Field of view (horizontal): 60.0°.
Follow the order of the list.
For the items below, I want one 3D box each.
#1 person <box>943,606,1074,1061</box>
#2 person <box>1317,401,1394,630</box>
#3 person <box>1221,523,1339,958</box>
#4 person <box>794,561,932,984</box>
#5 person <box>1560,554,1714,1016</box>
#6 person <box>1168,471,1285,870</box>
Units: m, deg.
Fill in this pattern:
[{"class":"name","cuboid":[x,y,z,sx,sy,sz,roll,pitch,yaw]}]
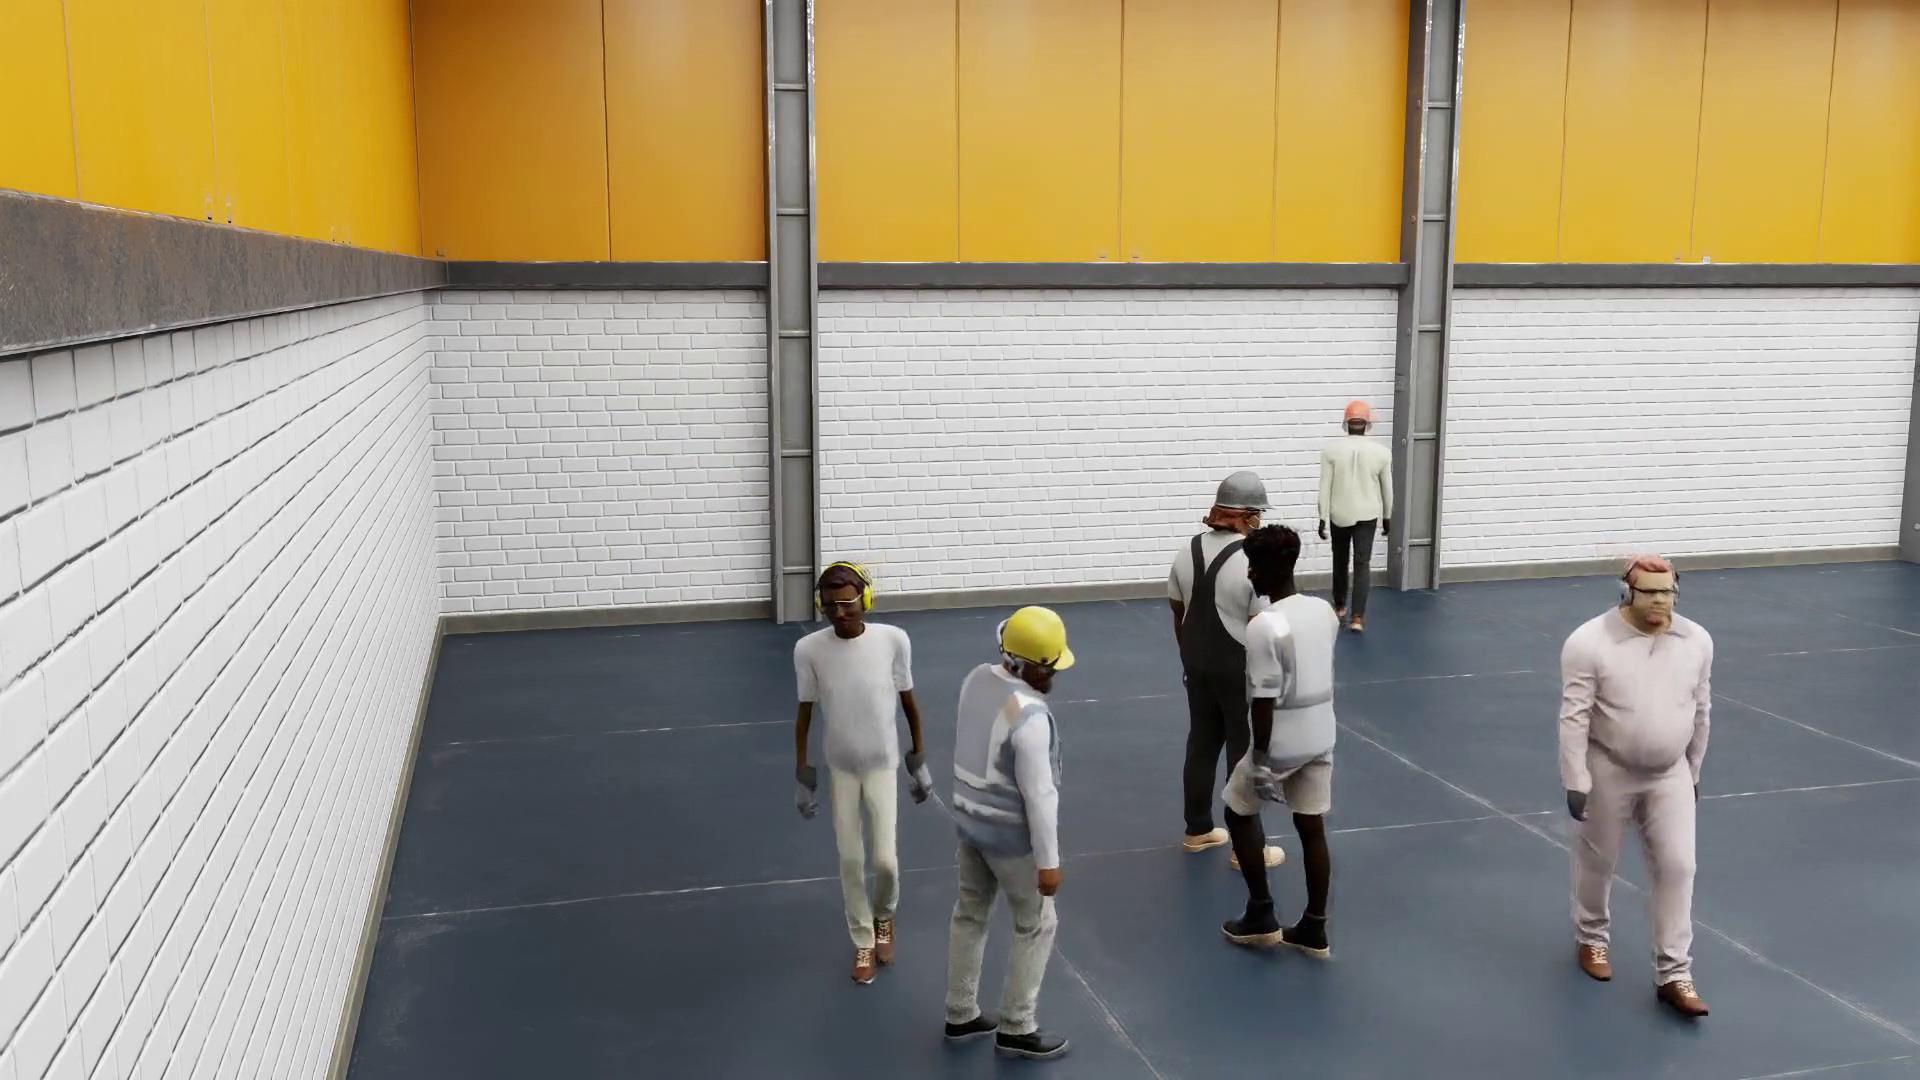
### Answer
[{"class":"person","cuboid":[0.181,1.118,6.419,0.408,1.795,0.642,-5,10,-29]},{"class":"person","cuboid":[3.410,-0.222,14.334,0.646,1.938,1.048,2,9,10]},{"class":"person","cuboid":[1.423,0.883,7.407,0.637,1.935,0.620,-7,11,-37]},{"class":"person","cuboid":[-0.417,0.988,7.085,0.576,1.839,0.432,0,9,3]},{"class":"person","cuboid":[2.835,1.002,6.893,0.661,1.874,0.872,0,9,1]},{"class":"person","cuboid":[1.431,0.648,8.576,0.535,2.000,0.687,-7,11,-36]}]
